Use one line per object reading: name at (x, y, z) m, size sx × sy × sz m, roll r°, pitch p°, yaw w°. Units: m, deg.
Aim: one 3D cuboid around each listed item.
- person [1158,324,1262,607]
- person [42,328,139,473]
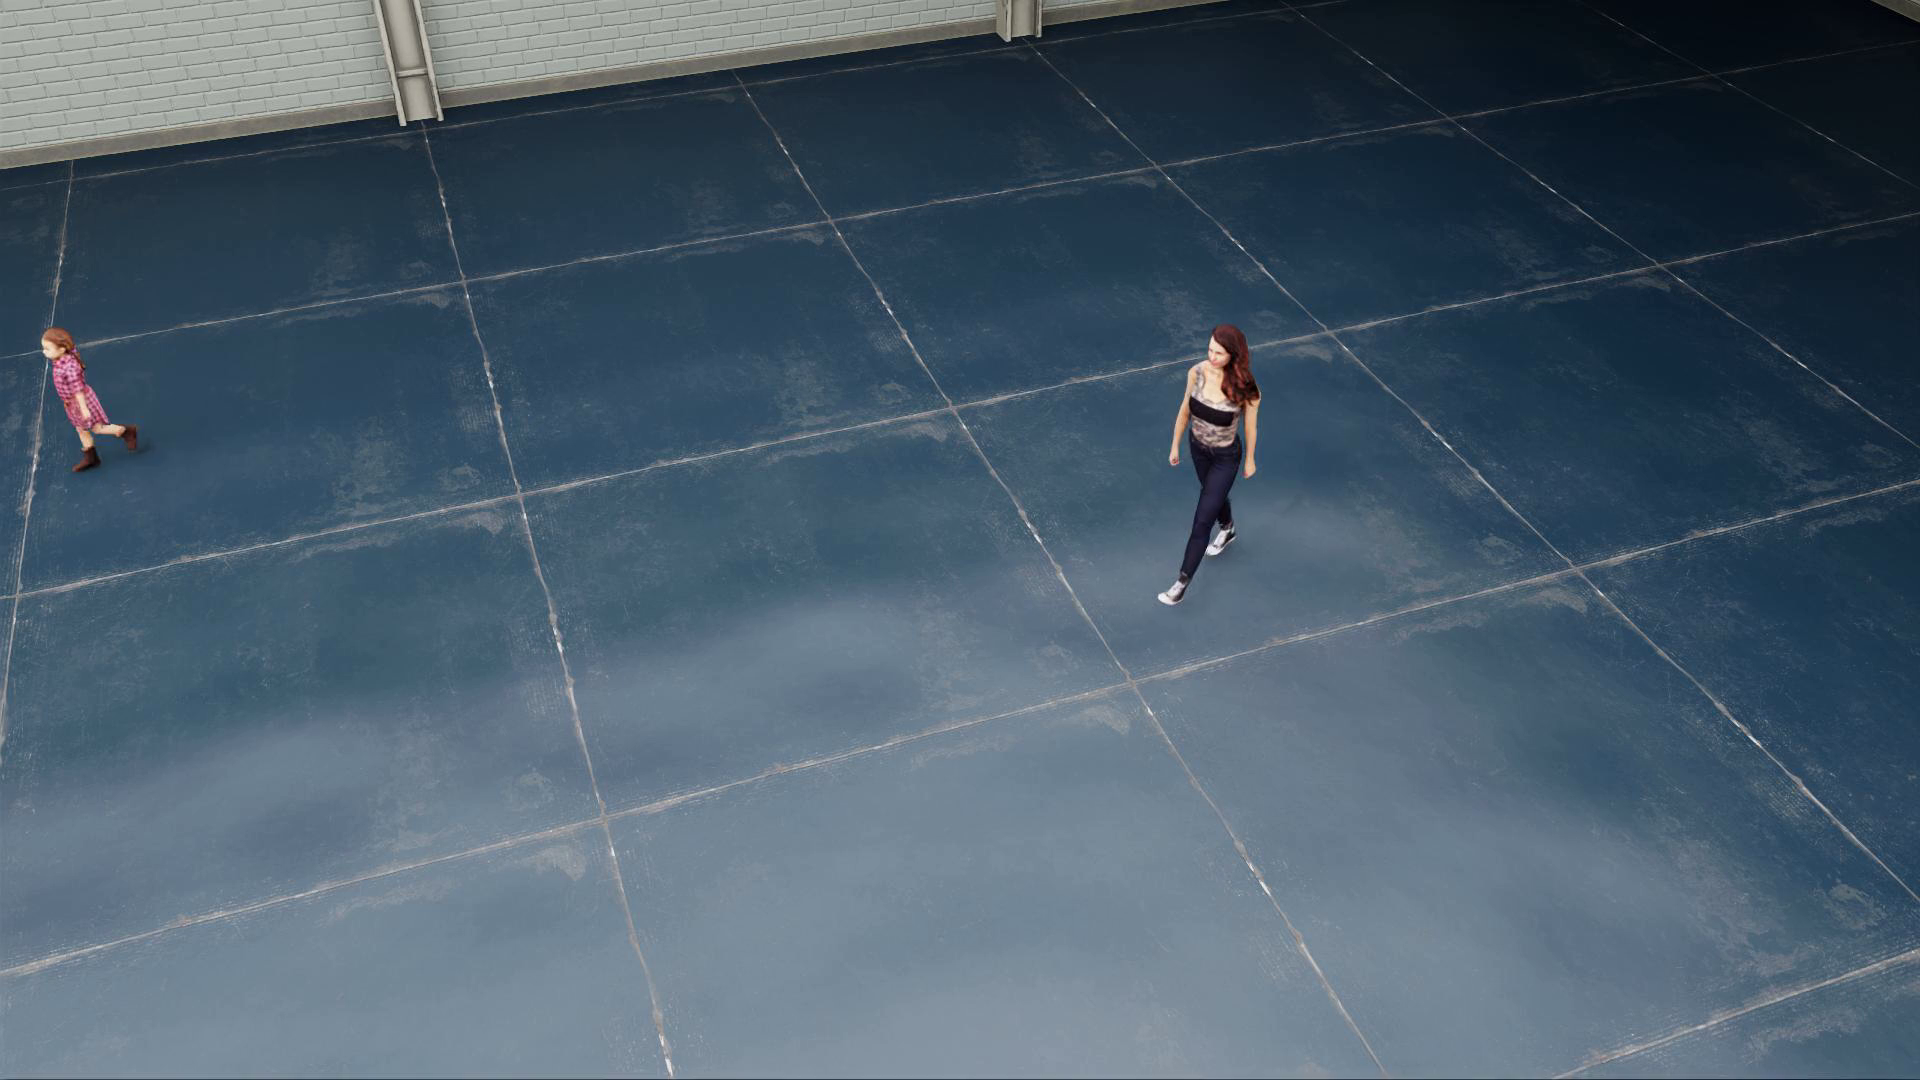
person at (1.532, -0.515, 9.732) m, size 1.019 × 1.711 × 1.256 m, roll 27°, pitch 45°, yaw 30°
person at (-5.688, -0.926, 10.826) m, size 0.738 × 1.010 × 0.582 m, roll -30°, pitch 47°, yaw -32°
